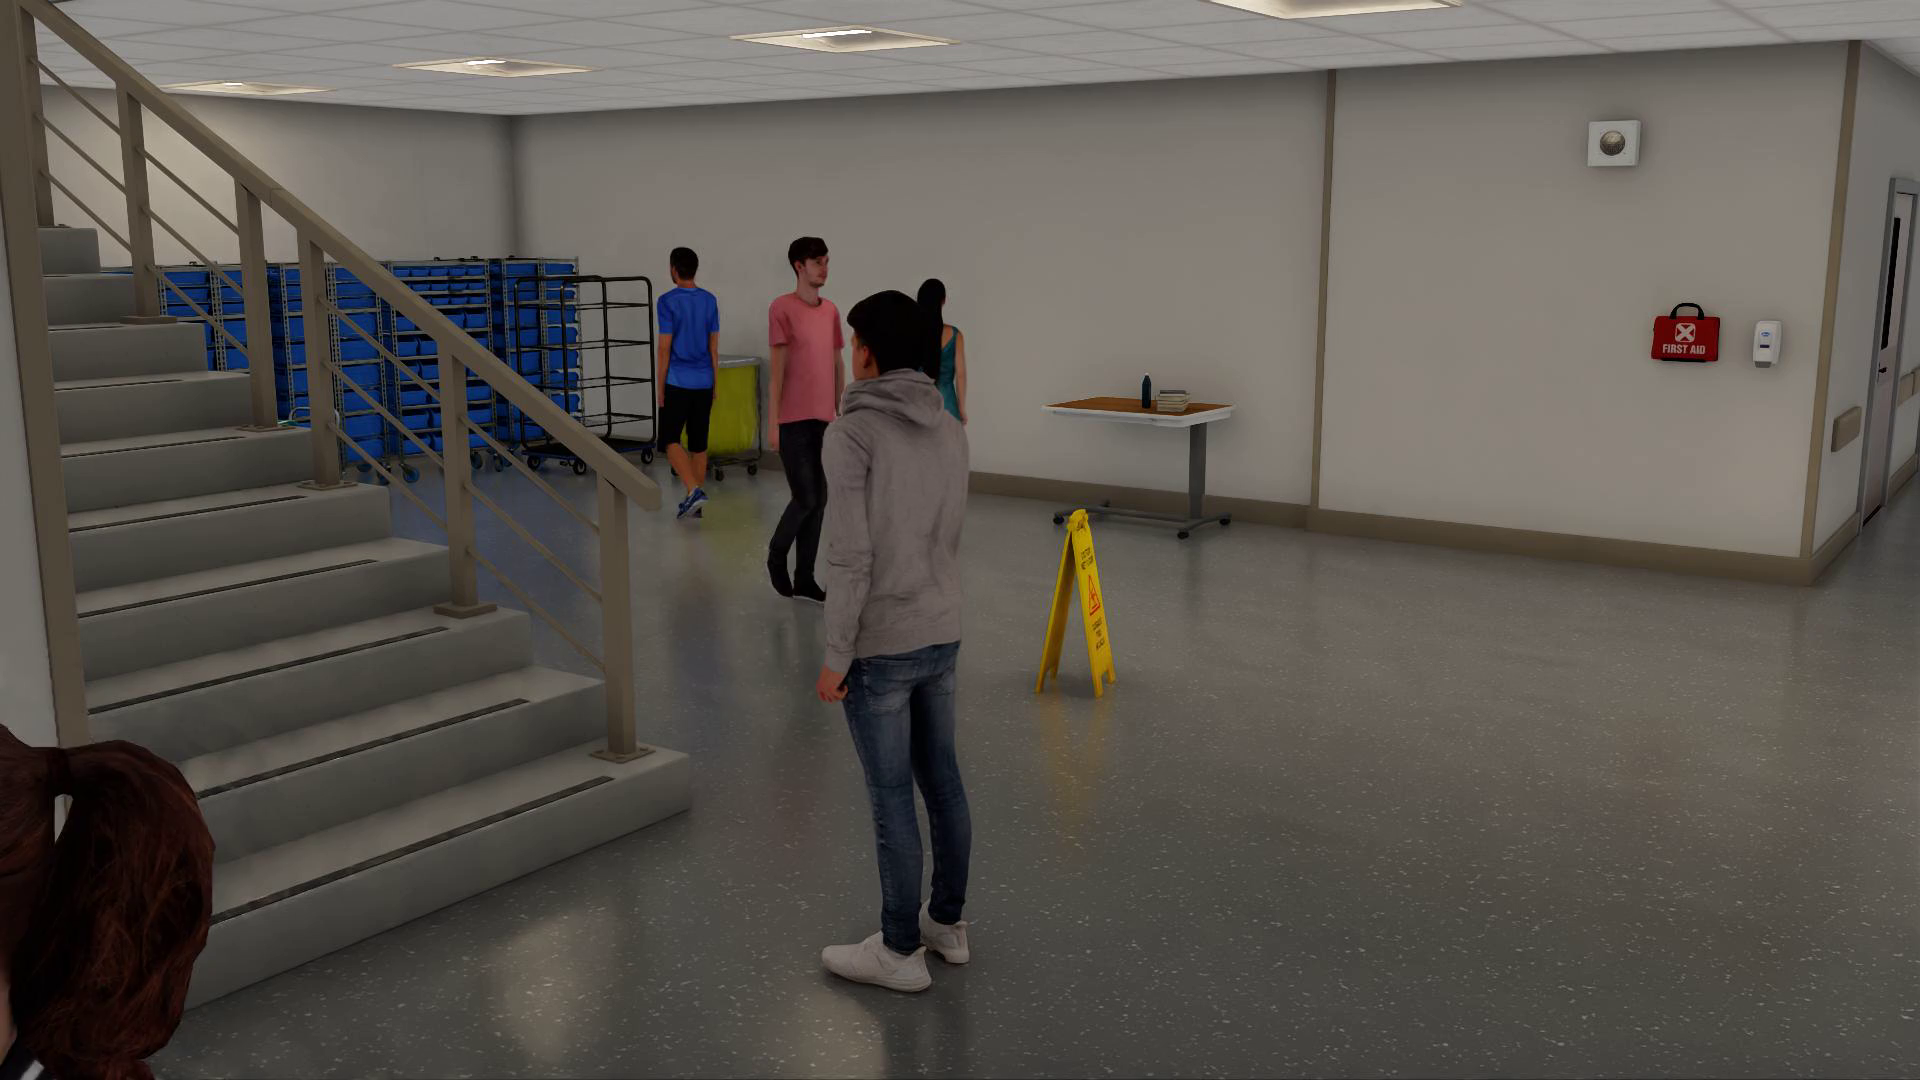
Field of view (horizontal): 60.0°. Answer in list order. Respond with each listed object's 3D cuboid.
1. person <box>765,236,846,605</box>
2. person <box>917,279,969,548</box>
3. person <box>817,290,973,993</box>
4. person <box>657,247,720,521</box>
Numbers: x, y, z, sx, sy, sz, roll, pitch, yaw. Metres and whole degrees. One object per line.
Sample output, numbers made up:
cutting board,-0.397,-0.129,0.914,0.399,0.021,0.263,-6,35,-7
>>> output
person,-0.894,-0.624,8.862,0.693,1.949,0.660,9,14,41
person,-0.166,-0.776,10.362,0.591,1.688,0.684,0,11,-1
person,-0.153,0.268,4.419,0.573,1.853,0.666,8,13,36
person,-1.822,-1.043,11.308,0.809,1.860,1.019,-8,13,-36
